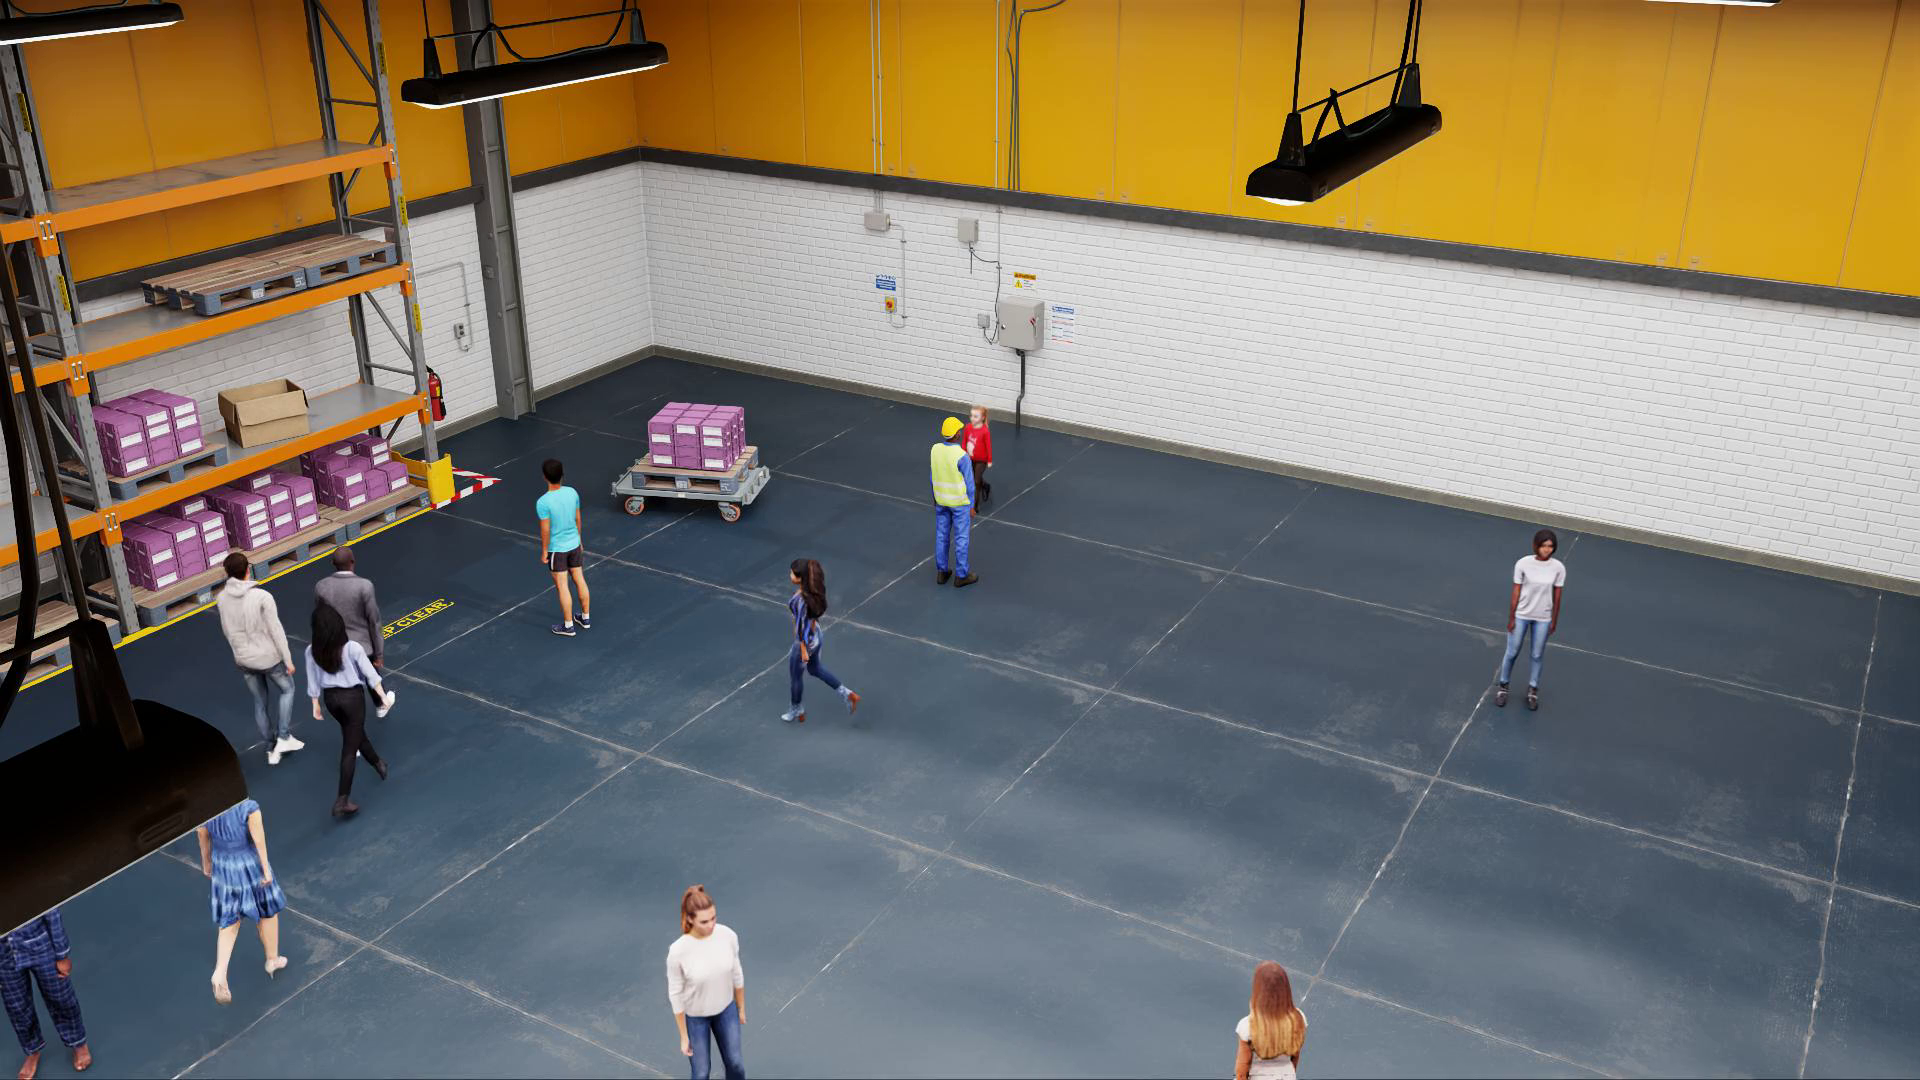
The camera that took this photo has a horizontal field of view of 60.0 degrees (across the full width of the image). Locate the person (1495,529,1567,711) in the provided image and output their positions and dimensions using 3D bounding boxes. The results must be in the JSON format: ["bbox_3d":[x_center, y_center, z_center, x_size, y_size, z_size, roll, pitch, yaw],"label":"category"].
[{"bbox_3d":[5.031,0.687,14.651,0.632,1.718,0.614,6,24,14],"label":"person"}]

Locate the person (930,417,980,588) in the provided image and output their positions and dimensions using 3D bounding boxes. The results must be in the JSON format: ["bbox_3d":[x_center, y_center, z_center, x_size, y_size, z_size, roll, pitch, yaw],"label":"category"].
[{"bbox_3d":[-0.079,-0.403,17.024,0.645,1.813,0.559,13,27,28],"label":"person"}]

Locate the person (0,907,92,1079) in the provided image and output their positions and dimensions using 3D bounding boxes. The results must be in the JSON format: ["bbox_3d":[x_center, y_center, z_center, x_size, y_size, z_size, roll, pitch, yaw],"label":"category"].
[{"bbox_3d":[-5.801,2.530,10.315,0.729,1.814,0.801,-8,25,-17],"label":"person"}]

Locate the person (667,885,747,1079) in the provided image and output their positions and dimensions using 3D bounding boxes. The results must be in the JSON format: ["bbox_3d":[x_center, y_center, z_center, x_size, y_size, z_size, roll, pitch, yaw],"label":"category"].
[{"bbox_3d":[-1.513,2.800,9.819,0.697,1.716,0.791,-12,27,-26],"label":"person"}]

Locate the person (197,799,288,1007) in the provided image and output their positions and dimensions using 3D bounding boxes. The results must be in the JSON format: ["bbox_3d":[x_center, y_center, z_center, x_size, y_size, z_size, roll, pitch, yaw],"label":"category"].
[{"bbox_3d":[-4.774,2.274,10.940,0.905,1.782,1.089,2,24,4],"label":"person"}]

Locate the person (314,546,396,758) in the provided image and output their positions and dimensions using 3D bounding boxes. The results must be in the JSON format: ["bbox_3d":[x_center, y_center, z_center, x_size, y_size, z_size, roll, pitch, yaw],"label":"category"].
[{"bbox_3d":[-5.109,0.980,13.934,1.152,1.755,1.324,-2,24,-5],"label":"person"}]

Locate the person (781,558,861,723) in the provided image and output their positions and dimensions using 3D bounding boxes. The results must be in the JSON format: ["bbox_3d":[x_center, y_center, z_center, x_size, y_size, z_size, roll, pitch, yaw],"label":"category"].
[{"bbox_3d":[-1.243,0.888,14.341,0.846,1.597,0.967,5,24,11],"label":"person"}]

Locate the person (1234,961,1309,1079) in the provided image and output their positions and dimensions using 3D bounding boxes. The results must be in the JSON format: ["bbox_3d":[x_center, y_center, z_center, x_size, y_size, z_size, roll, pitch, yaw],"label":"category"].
[{"bbox_3d":[1.712,3.112,9.158,0.796,1.673,0.878,-3,24,-6],"label":"person"}]

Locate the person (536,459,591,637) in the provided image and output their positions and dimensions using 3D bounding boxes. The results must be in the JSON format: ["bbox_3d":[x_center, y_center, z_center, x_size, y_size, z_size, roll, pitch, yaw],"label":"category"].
[{"bbox_3d":[-3.806,0.065,16.001,0.711,1.776,0.522,19,30,37],"label":"person"}]

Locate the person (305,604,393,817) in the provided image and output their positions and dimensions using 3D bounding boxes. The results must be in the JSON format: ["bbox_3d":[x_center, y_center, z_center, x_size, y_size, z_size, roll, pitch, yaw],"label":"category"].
[{"bbox_3d":[-4.883,1.372,13.113,1.011,1.695,1.185,3,24,8],"label":"person"}]

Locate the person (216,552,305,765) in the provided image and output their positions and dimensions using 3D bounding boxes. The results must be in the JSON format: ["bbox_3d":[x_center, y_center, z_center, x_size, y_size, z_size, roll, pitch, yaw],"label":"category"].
[{"bbox_3d":[-5.848,1.037,13.731,0.868,1.813,0.851,4,24,9],"label":"person"}]

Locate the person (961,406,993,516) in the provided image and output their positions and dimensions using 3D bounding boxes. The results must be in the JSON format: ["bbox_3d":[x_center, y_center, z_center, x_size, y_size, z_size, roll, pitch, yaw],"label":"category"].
[{"bbox_3d":[0.227,-0.931,18.924,0.525,1.260,0.871,15,28,30],"label":"person"}]
